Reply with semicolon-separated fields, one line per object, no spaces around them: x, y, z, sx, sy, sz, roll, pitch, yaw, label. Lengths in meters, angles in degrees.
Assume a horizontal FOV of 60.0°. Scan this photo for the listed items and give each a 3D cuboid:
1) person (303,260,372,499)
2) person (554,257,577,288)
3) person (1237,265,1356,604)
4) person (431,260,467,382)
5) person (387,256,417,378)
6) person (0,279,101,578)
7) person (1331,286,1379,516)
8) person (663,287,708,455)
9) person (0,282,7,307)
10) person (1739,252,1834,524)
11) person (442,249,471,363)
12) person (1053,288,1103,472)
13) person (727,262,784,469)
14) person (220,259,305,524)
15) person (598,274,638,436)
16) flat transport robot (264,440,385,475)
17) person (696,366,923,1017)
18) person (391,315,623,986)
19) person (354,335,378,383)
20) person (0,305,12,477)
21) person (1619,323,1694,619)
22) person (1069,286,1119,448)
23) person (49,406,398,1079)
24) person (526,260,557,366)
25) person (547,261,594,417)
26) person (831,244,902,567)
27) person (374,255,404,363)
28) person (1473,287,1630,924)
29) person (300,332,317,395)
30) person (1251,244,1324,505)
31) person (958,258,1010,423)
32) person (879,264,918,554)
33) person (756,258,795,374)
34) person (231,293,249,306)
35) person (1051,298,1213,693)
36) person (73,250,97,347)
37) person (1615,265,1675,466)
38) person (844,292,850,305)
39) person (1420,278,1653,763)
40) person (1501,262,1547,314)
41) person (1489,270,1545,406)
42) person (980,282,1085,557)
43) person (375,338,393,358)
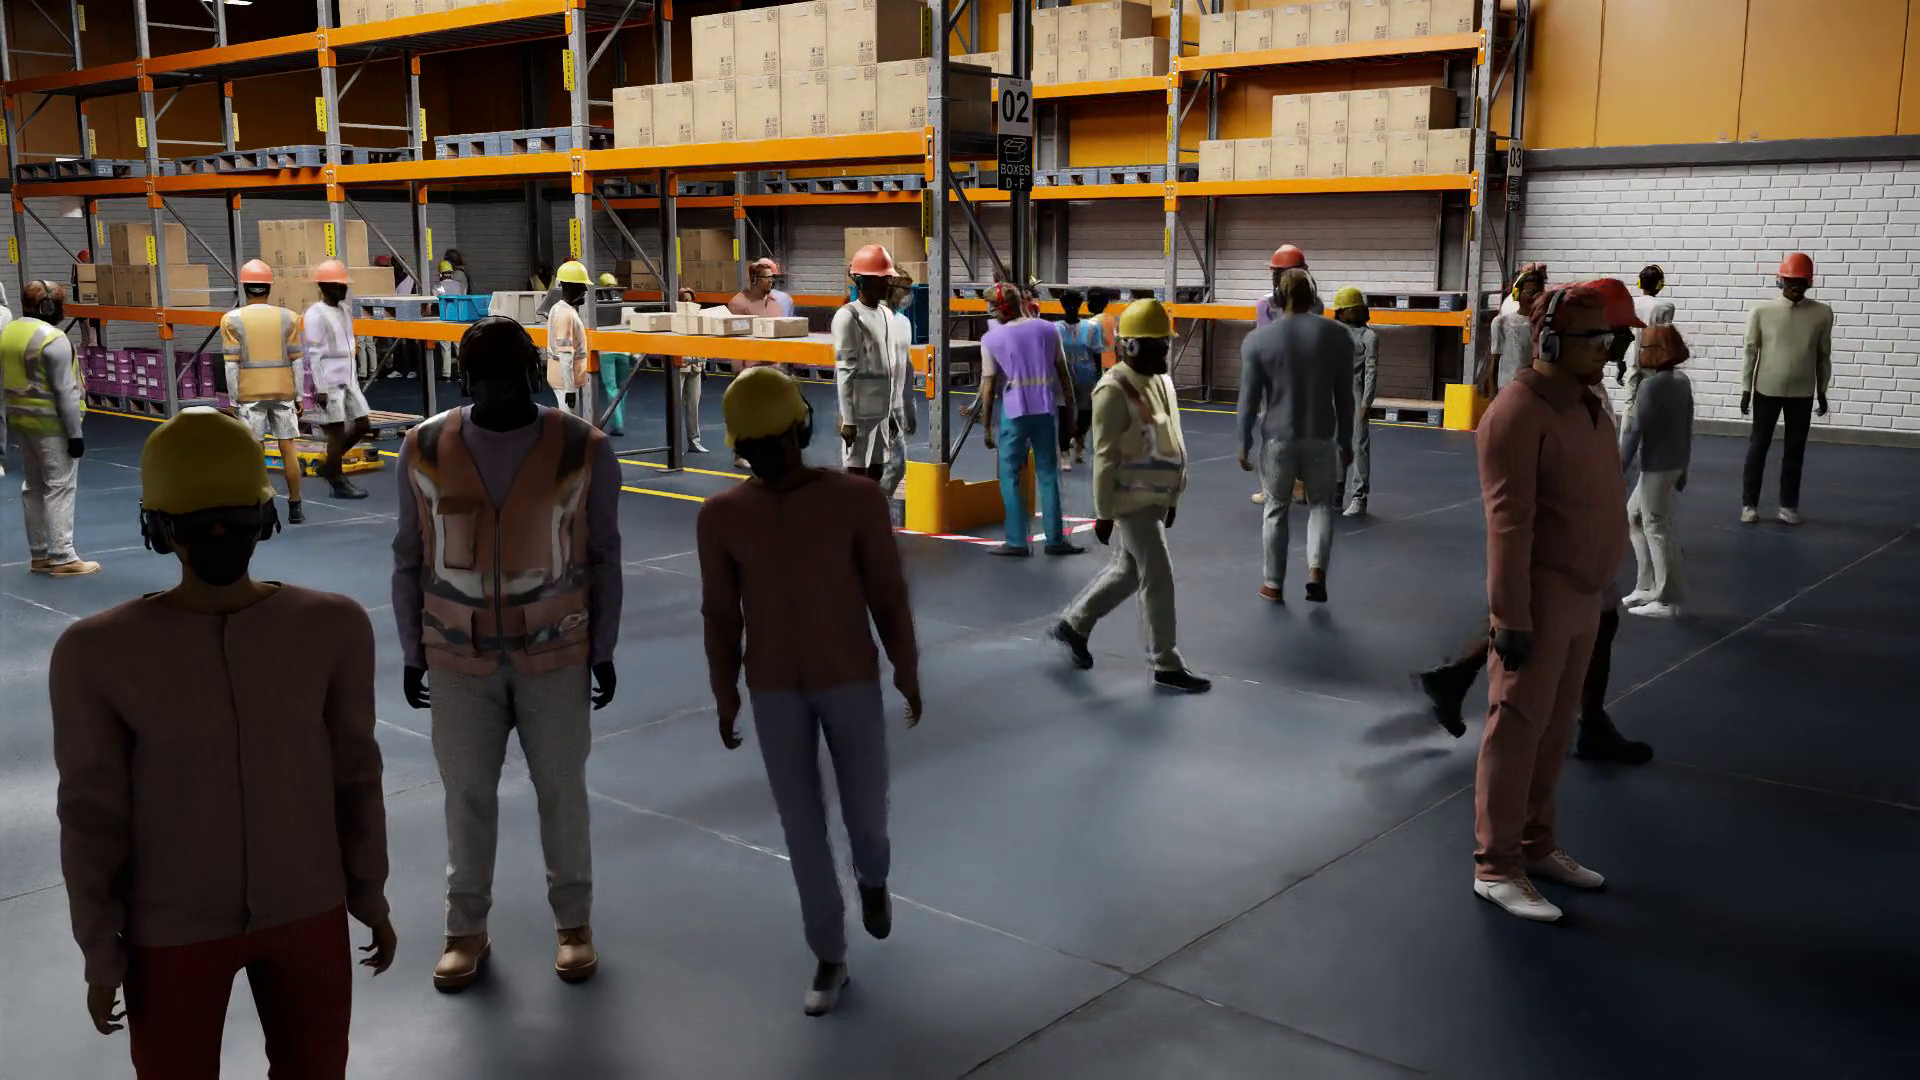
-5.011;-1.279;13.382;0.423;1.928;0.563;2;10;13;person
-6.207;-3.575;26.579;0.337;1.882;0.583;8;13;39;person
1.882;-0.568;9.337;0.671;1.926;0.558;1;10;4;person
-7.737;-3.297;25.144;0.403;1.834;0.588;9;13;41;person
-8.714;-3.485;25.991;0.588;1.913;0.398;2;10;13;person
-5.618;-0.680;10.263;0.630;1.833;0.429;6;12;32;person
2.933;-1.050;12.630;0.311;1.735;0.484;-6;12;-32;person
-2.700;-1.651;16.320;0.308;1.641;0.517;9;14;43;person
-13.332;-2.923;22.732;0.665;1.934;0.667;-7;12;-36;person
6.059;-1.106;12.215;0.622;1.990;0.401;2;10;10;person
-8.842;-4.141;29.358;0.676;2.000;0.686;-1;10;-5;person
1.037;-1.489;15.322;0.535;1.667;0.781;-1;10;-3;person
-1.837;-1.603;15.331;0.400;1.902;0.642;9;13;41;person
-5.065;-1.062;12.122;0.544;1.939;0.354;-6;12;-31;person
-3.824;-2.017;18.133;0.561;1.735;0.818;-7;12;-33;person
-6.016;-0.759;15.136;1.431;0.197;0.652;5;11;24;flat transport robot
-0.396;0.386;4.470;0.589;1.723;0.563;0;10;3;person
-1.238;0.309;4.588;0.627;1.844;0.429;-2;10;-8;person
-9.048;-3.286;25.079;0.403;1.831;0.595;3;11;19;person
-8.634;-1.467;14.727;0.519;1.829;0.421;-6;12;-32;person
3.772;-0.378;9.134;0.499;1.614;0.503;8;13;39;person
1.436;-1.703;16.594;0.872;1.658;0.532;5;11;27;person
-1.228;0.653;2.846;0.526;1.768;0.314;-8;13;-37;person
-7.145;-3.910;28.658;0.647;1.822;0.530;-5;11;-27;person
-3.137;-1.287;13.466;0.397;1.918;0.588;-2;10;-11;person
-0.544;-0.801;10.336;0.393;2.041;0.614;5;11;24;person
-10.059;-4.037;29.168;0.549;1.910;0.929;-8;13;-39;person
1.817;0.188;5.093;0.409;1.906;0.651;8;13;39;person
-9.104;-2.923;22.820;0.401;1.905;0.688;8;12;37;person
2.551;-1.283;13.067;0.615;2.047;0.360;-5;11;-26;person
0.422;-2.252;19.000;0.986;1.895;0.657;9;13;42;person
-0.467;-0.844;10.939;0.569;1.911;0.650;5;11;24;person
-2.001;-1.856;16.696;0.780;1.913;0.571;8;13;40;person
-11.464;-3.480;26.839;0.503;1.606;0.703;-1;10;-7;person
0.785;-0.221;7.722;0.848;1.801;0.597;6;12;31;person
-13.031;-3.341;24.930;0.624;1.992;0.390;8;13;40;person
6.277;-1.581;15.266;0.514;1.872;0.332;8;13;40;person
-0.784;-1.647;15.308;0.608;1.988;0.392;-1;10;-5;person
2.312;-0.067;6.532;0.827;1.912;0.556;1;10;7;person
5.219;-1.603;15.334;0.399;1.896;0.648;-1;10;-4;person
4.023;-0.992;11.919;0.510;1.871;0.328;-2;10;-12;person
0.495;-0.780;10.923;0.733;1.806;0.399;-3;10;-17;person
-10.631;-4.143;30.530;0.499;1.633;0.286;-9;13;-42;person
